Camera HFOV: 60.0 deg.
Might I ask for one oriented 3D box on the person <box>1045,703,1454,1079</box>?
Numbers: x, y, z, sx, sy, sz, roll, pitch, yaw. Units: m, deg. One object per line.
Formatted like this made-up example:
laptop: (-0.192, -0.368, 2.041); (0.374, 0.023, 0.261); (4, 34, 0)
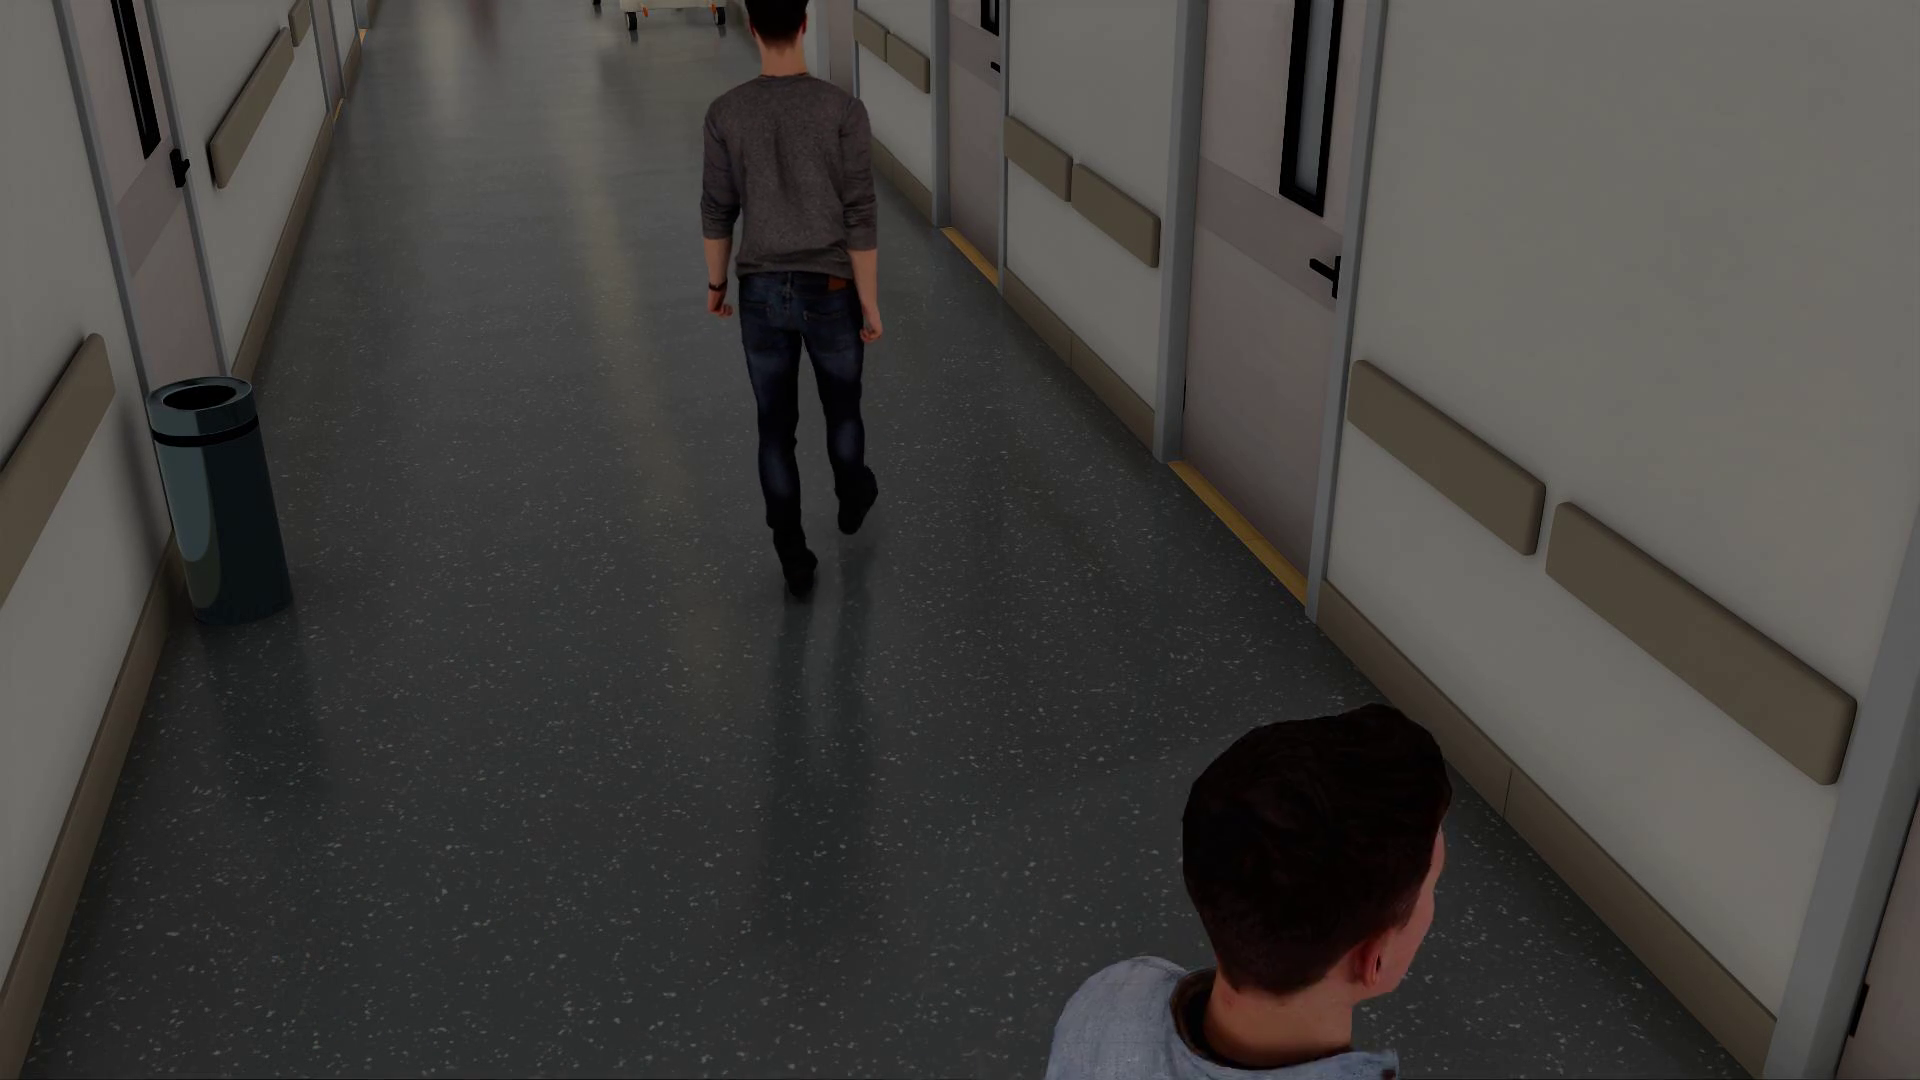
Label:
person: (0.172, 1.003, 1.559); (1.101, 1.824, 0.881); (-17, 30, -31)

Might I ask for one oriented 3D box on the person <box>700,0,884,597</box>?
person: (-0.507, -0.711, 5.042); (1.020, 1.886, 0.958); (1, 26, 3)
